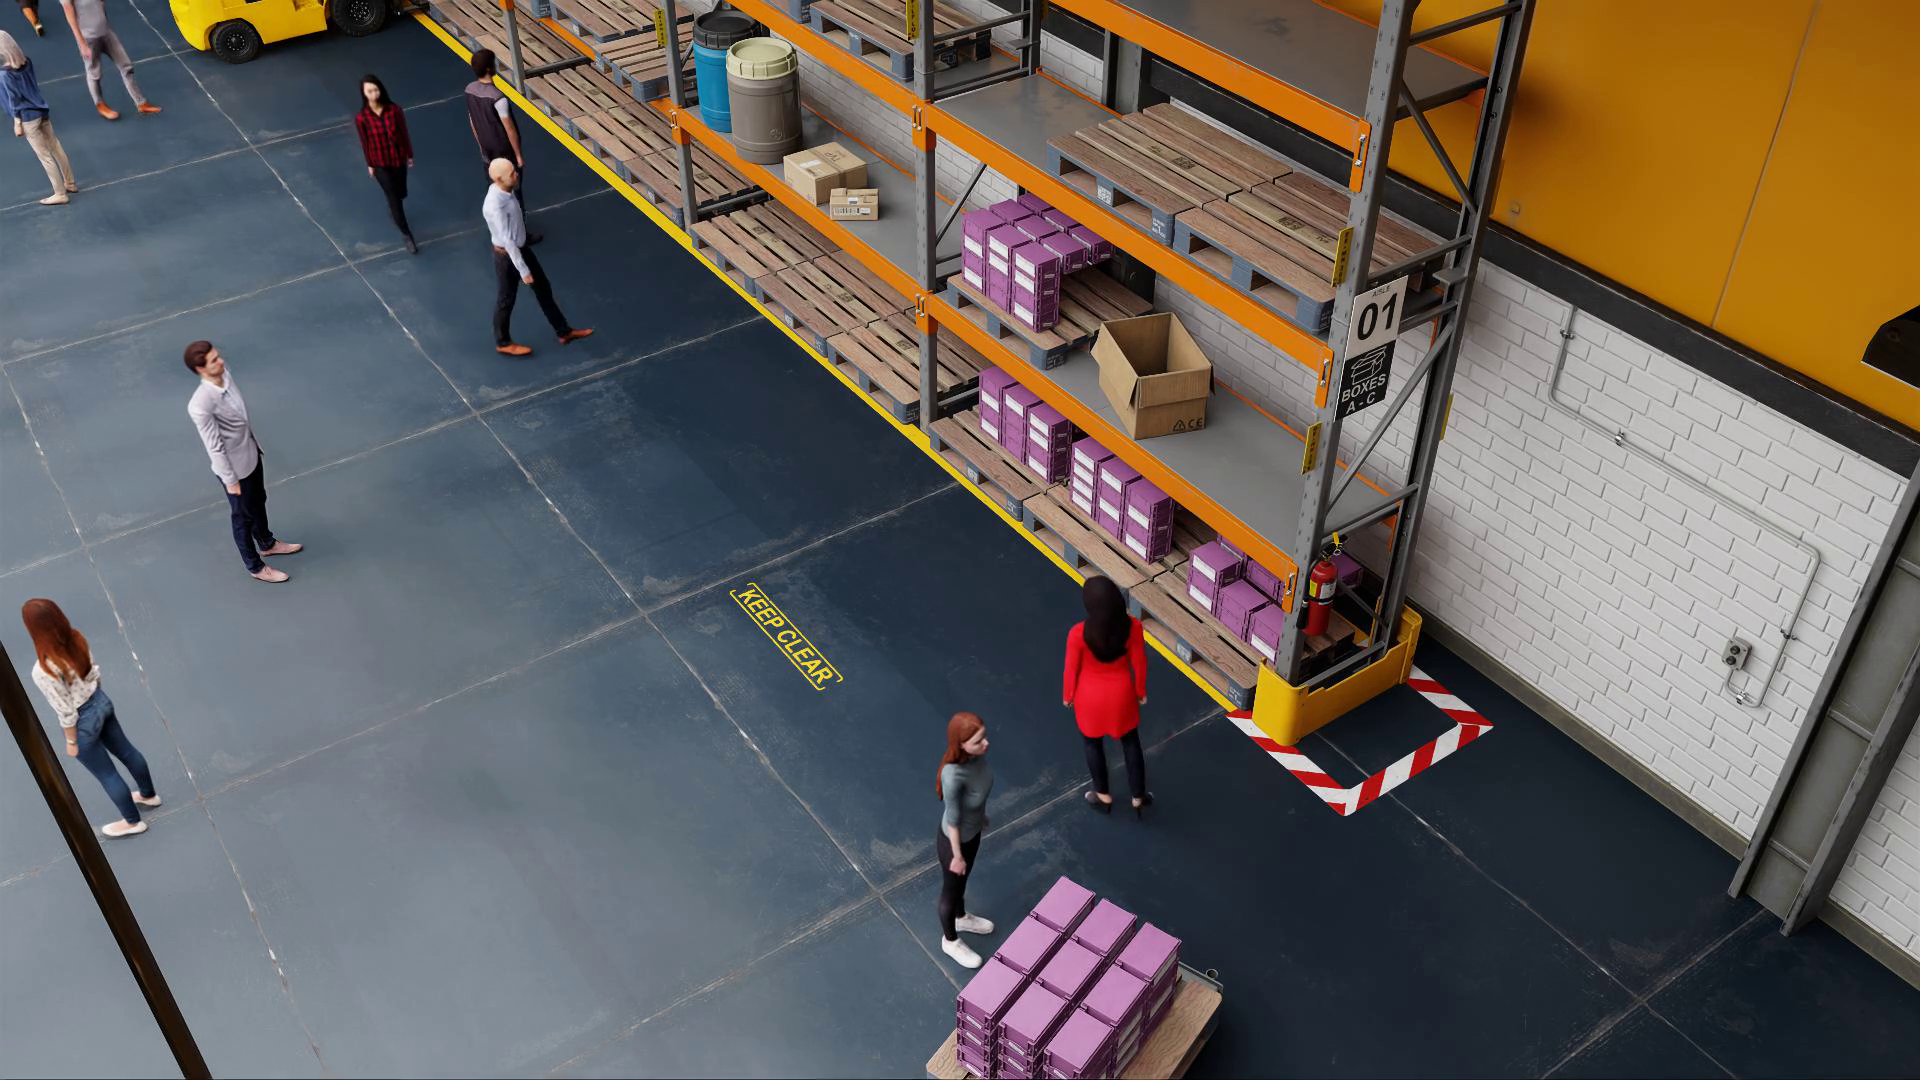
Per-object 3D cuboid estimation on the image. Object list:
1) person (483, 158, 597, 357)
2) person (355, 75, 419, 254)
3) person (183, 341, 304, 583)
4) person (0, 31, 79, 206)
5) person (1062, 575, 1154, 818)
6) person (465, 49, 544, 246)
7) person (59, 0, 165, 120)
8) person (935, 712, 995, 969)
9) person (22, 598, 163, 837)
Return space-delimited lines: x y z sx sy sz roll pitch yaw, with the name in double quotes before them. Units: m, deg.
"person" -3.748 -2.278 13.616 1.081 1.760 1.103 1 39 1
"person" -5.255 -3.481 15.222 0.595 1.635 0.973 -22 44 -25
"person" -4.961 -0.561 11.388 0.827 1.857 0.721 -1 39 -1
"person" -8.848 -4.043 15.871 0.769 1.704 0.683 1 39 1
"person" 0.872 0.944 9.614 0.840 1.719 0.836 1 39 1
"person" -4.206 -3.557 15.147 0.663 1.848 0.806 21 43 24
"person" -9.077 -5.247 17.300 1.144 1.800 1.040 13 40 15
"person" 0.014 1.562 8.822 0.703 1.742 0.670 13 40 16
"person" -4.993 1.008 9.526 0.710 1.728 0.627 3 39 3
